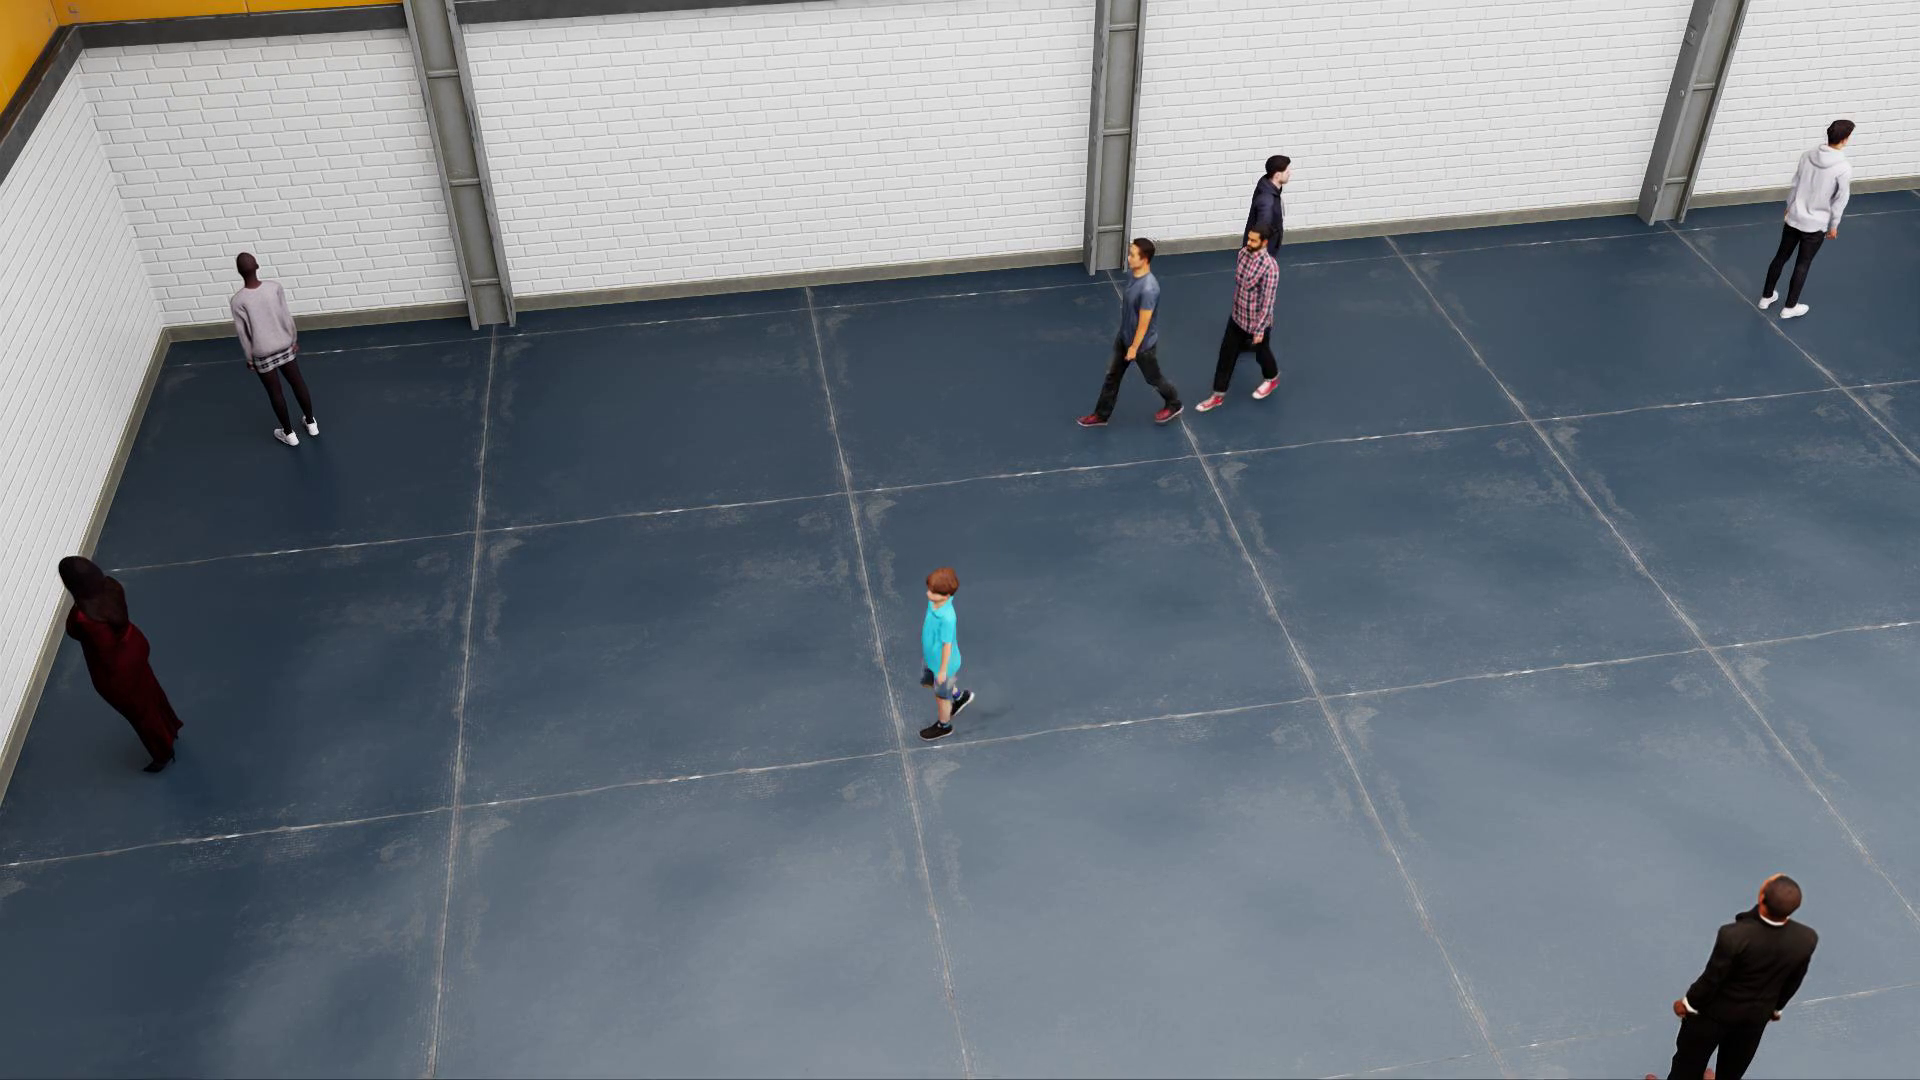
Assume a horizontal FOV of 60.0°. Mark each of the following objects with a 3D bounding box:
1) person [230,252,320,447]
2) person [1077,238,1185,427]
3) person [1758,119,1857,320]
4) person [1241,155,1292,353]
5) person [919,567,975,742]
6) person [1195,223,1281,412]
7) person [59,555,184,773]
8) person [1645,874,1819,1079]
[{"bbox_3d":[-5.725,-1.595,13.831,0.757,1.771,0.658,32,48,33],"label":"person"},{"bbox_3d":[1.584,-1.694,13.956,1.222,1.769,0.812,-13,40,-16],"label":"person"},{"bbox_3d":[7.884,-2.995,15.457,0.739,1.929,0.764,-25,45,-28],"label":"person"},{"bbox_3d":[2.685,-2.598,14.993,0.688,1.887,0.733,5,39,6],"label":"person"},{"bbox_3d":[-0.065,0.756,11.152,0.704,1.440,0.591,-13,40,-16],"label":"person"},{"bbox_3d":[2.567,-1.921,14.274,1.218,1.727,1.000,-23,44,-26],"label":"person"},{"bbox_3d":[-5.476,0.783,10.864,0.604,1.757,0.657,-8,39,-10],"label":"person"},{"bbox_3d":[4.049,2.420,8.697,0.612,1.904,0.801,0,39,0],"label":"person"}]
